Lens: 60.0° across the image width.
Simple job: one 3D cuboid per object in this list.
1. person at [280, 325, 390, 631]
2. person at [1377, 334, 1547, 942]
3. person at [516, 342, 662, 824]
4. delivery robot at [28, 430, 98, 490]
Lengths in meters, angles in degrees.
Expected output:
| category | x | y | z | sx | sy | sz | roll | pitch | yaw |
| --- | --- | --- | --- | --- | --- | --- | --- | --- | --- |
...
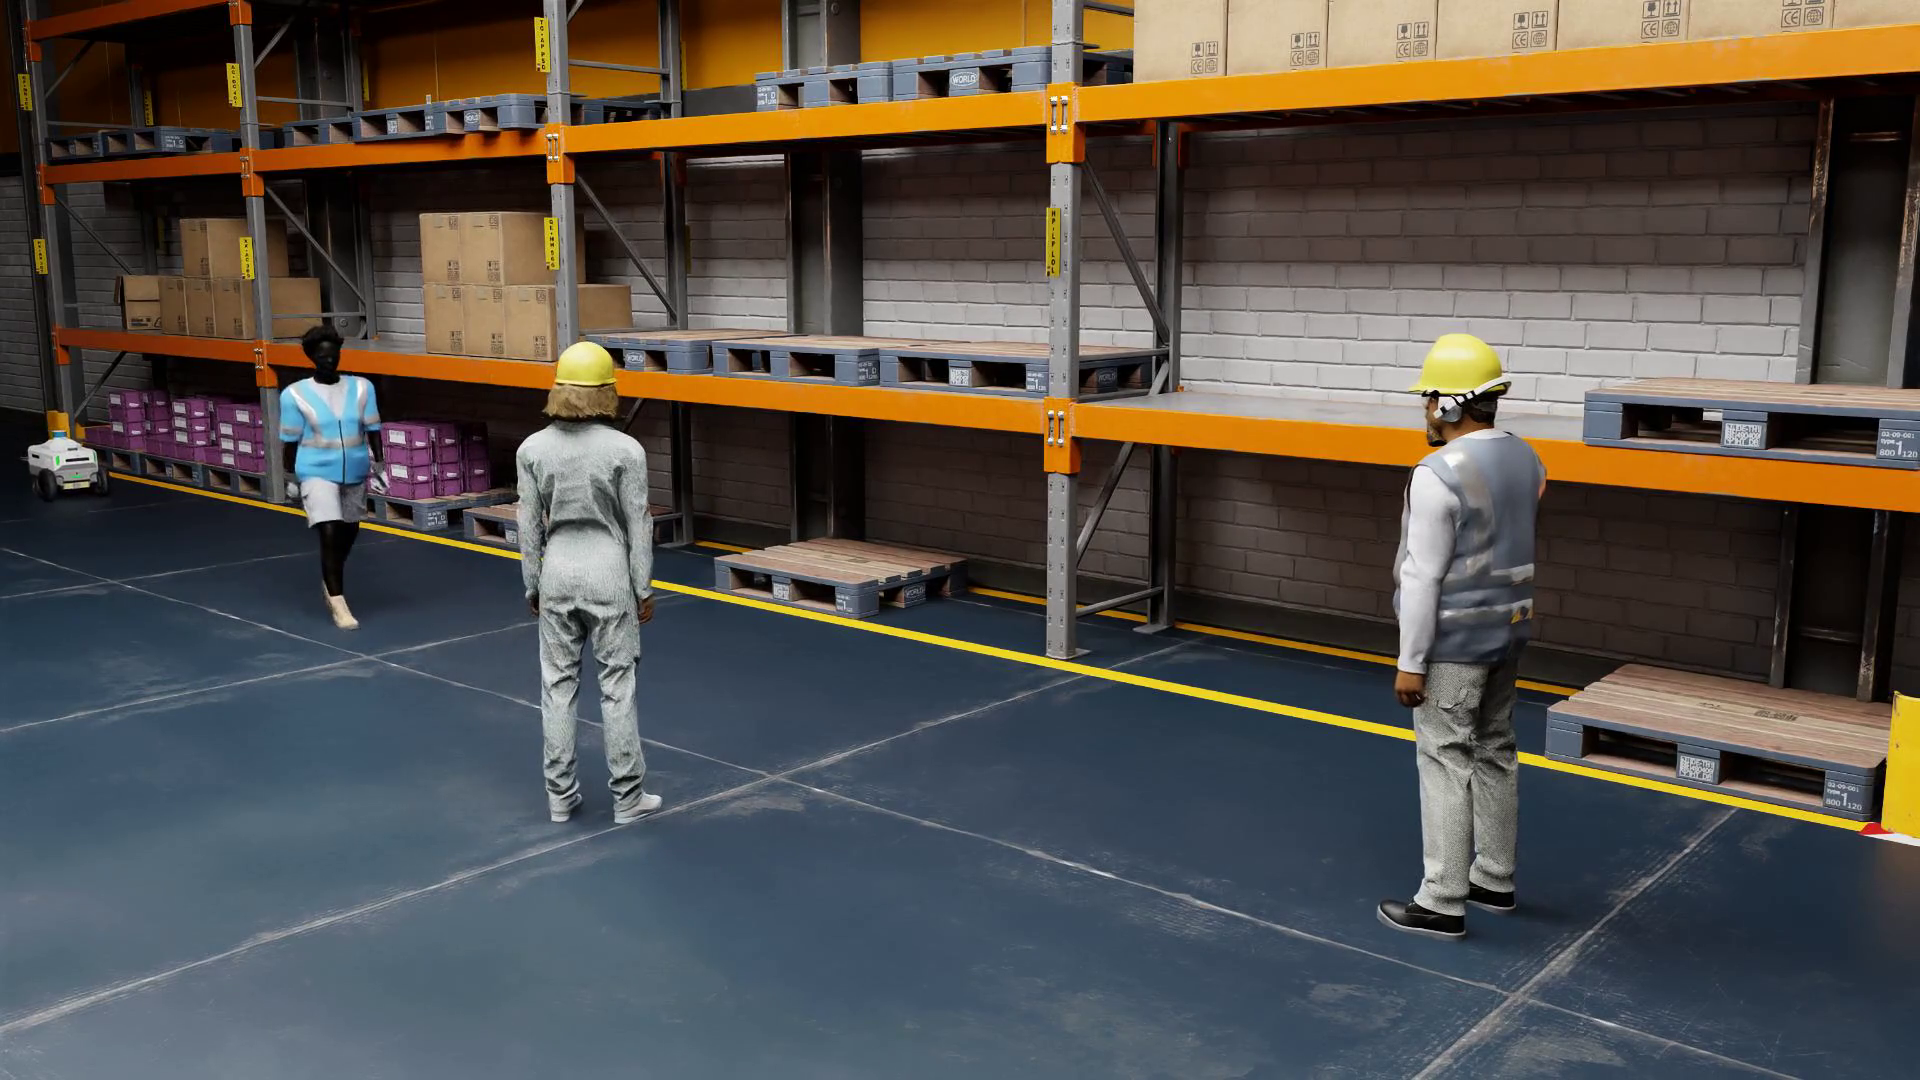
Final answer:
| category | x | y | z | sx | sy | sz | roll | pitch | yaw |
| --- | --- | --- | --- | --- | --- | --- | --- | --- | --- |
| person | -3.524 | -0.376 | 9.301 | 0.535 | 1.664 | 0.816 | -9 | 13 | -41 |
| person | 1.515 | 0.293 | 5.049 | 0.591 | 1.823 | 0.405 | -9 | 13 | -41 |
| person | -1.337 | 0.159 | 6.022 | 0.492 | 1.742 | 0.320 | 1 | 10 | 8 |
| delivery robot | -7.481 | -0.672 | 13.862 | 0.707 | 0.478 | 0.477 | 10 | 14 | 43 |
